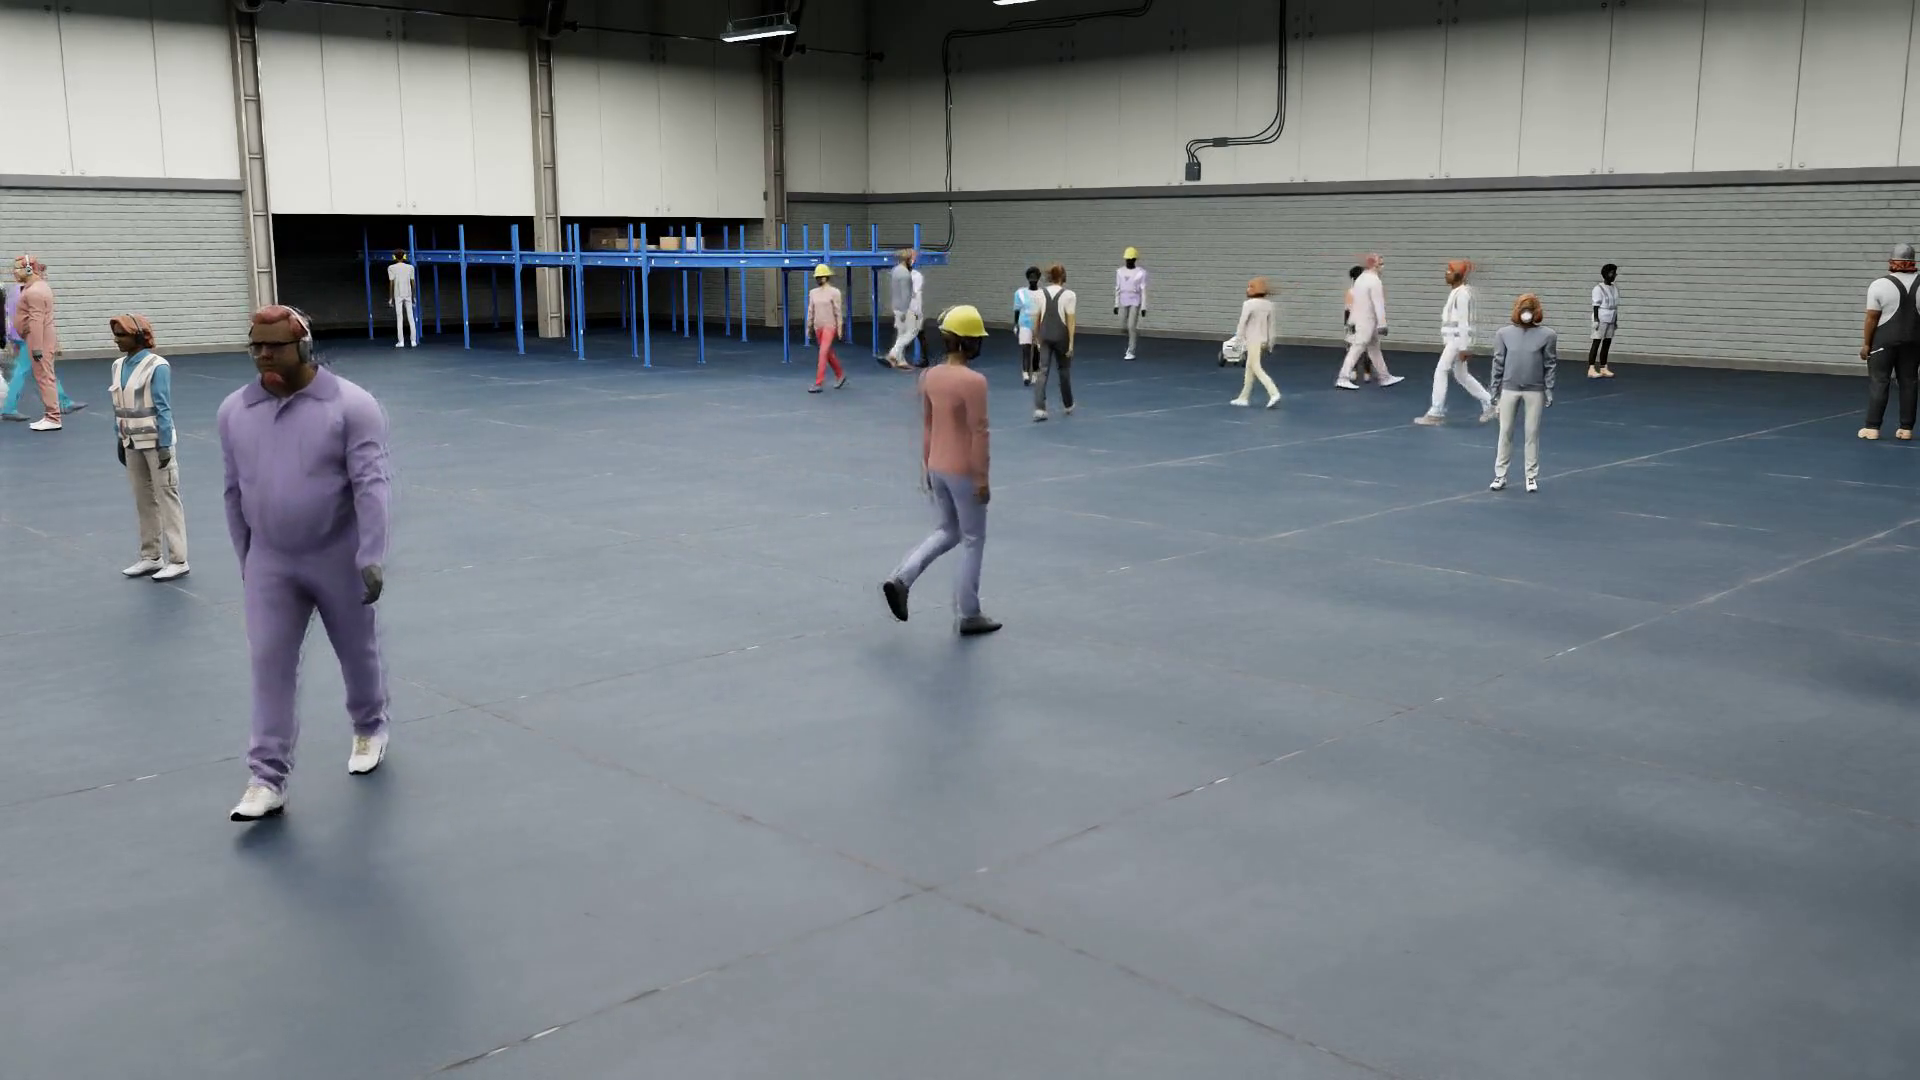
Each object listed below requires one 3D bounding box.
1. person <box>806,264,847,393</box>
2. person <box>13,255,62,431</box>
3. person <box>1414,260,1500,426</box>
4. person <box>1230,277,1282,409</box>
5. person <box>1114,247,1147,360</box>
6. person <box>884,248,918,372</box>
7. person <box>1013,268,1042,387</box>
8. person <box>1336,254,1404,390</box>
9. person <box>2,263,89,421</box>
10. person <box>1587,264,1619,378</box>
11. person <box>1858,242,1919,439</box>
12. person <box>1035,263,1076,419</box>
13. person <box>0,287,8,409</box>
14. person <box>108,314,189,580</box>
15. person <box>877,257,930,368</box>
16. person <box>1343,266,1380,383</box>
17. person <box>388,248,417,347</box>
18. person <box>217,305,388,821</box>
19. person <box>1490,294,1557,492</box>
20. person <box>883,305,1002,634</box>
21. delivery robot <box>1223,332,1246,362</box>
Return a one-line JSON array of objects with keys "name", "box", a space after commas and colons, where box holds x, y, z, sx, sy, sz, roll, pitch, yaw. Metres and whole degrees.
[{"name": "person", "box": [-1.821, -2.911, 22.755, 0.536, 1.729, 0.874, 7, 13, 35]}, {"name": "person", "box": [-10.102, -2.155, 18.186, 0.401, 1.899, 0.636, -5, 11, -24]}, {"name": "person", "box": [5.634, -2.209, 18.624, 0.906, 1.854, 0.587, 2, 11, 12]}, {"name": "person", "box": [3.686, -2.428, 20.476, 0.512, 1.601, 0.809, -10, 14, -43]}, {"name": "person", "box": [2.919, -4.041, 28.405, 0.606, 1.910, 0.485, 8, 13, 36]}, {"name": "person", "box": [-0.886, -3.574, 25.856, 0.466, 1.917, 0.625, -3, 11, -17]}, {"name": "person", "box": [1.028, -2.968, 23.248, 0.556, 1.646, 0.855, 0, 10, 0]}, {"name": "person", "box": [5.672, -3.000, 22.910, 1.013, 1.847, 0.667, -1, 10, -4]}, {"name": "person", "box": [-10.645, -2.287, 19.184, 0.558, 1.782, 0.991, 10, 14, 43]}, {"name": "person", "box": [9.623, -3.273, 24.836, 0.530, 1.689, 0.322, -7, 12, -32]}, {"name": "person", "box": [9.743, -2.060, 17.376, 0.674, 2.000, 0.535, 1, 10, 6]}, {"name": "person", "box": [1.106, -2.320, 19.378, 0.524, 1.791, 1.012, 4, 11, 21]}, {"name": "person", "box": [-11.775, -2.463, 20.024, 0.622, 1.832, 0.432, 5, 11, 25]}, {"name": "person", "box": [-5.032, -0.578, 10.291, 0.514, 1.634, 0.313, 6, 12, 28]}, {"name": "person", "box": [-0.849, -3.678, 26.540, 0.568, 1.869, 0.999, 10, 14, 43]}, {"name": "person", "box": [5.804, -3.097, 23.972, 0.565, 1.683, 0.355, -1, 10, -4]}, {"name": "person", "box": [-10.612, -4.612, 31.662, 0.517, 1.865, 0.327, -6, 12, -29]}, {"name": "person", "box": [-2.451, 0.054, 6.244, 0.651, 1.858, 0.987, 0, 10, -2]}, {"name": "person", "box": [4.673, -1.226, 13.825, 0.509, 1.631, 0.270, 5, 11, 24]}, {"name": "person", "box": [-0.075, -0.358, 8.793, 0.550, 1.754, 0.531, -7, 12, -32]}, {"name": "delivery robot", "box": [4.531, -3.143, 27.081, 0.477, 0.478, 0.707, 5, 11, 24]}]
